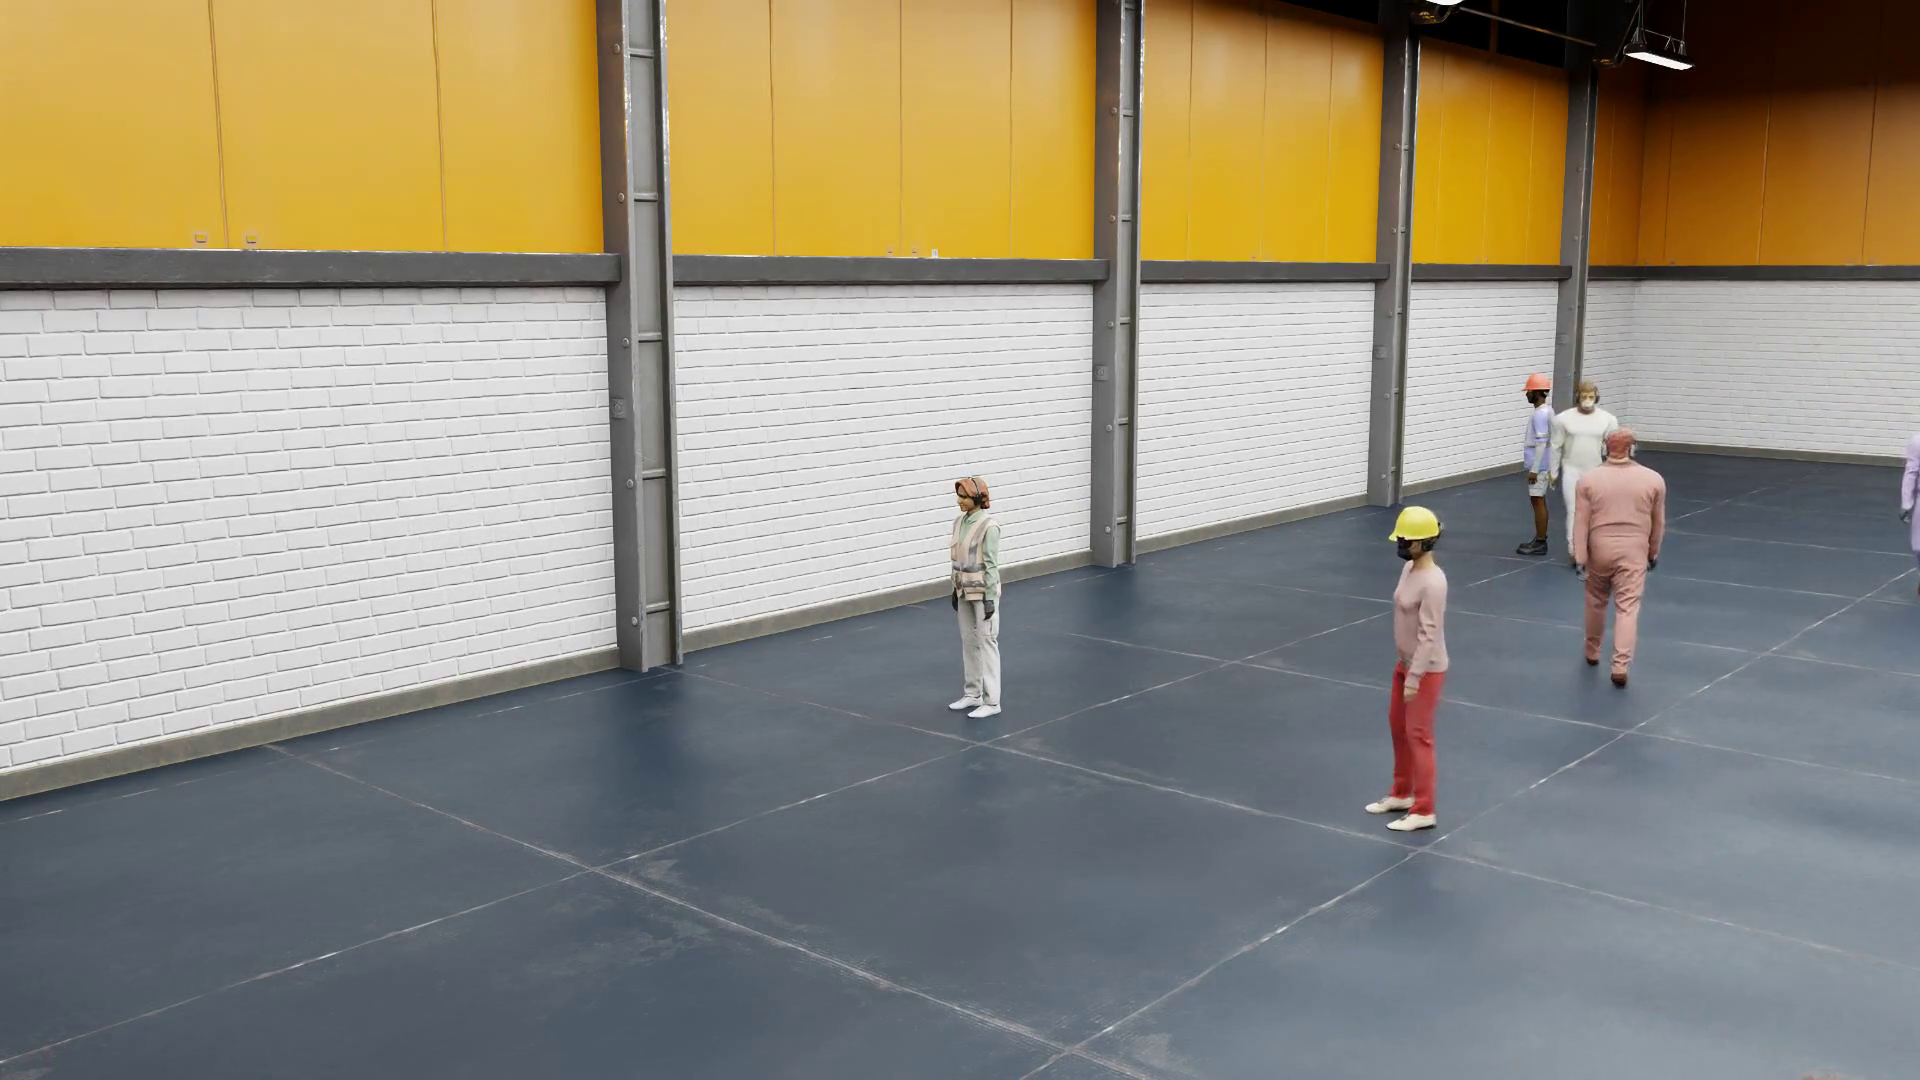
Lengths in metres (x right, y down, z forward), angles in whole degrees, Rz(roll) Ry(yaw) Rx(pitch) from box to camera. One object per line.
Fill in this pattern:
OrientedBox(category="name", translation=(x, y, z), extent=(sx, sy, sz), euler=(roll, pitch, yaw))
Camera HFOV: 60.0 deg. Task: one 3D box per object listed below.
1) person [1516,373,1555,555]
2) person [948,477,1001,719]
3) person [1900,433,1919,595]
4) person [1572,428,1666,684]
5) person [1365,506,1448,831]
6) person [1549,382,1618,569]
OrientedBox(category="person", translation=(6.133, -0.804, 17.734), extent=(0.374, 1.935, 0.552), euler=(4, 10, 26))
OrientedBox(category="person", translation=(0.105, 0.383, 11.244), extent=(0.316, 1.629, 0.509), euler=(-6, 11, -33))
OrientedBox(category="person", translation=(8.777, -0.316, 14.835), extent=(0.651, 1.880, 0.736), euler=(7, 11, 37))
OrientedBox(category="person", translation=(4.865, 0.100, 12.328), extent=(0.639, 1.856, 1.015), euler=(3, 10, 18))
OrientedBox(category="person", translation=(2.438, 0.686, 8.939), extent=(0.341, 1.760, 0.550), euler=(0, 9, -1))
OrientedBox(category="person", translation=(6.389, -0.664, 17.017), extent=(0.653, 1.883, 1.007), euler=(2, 9, 11))
